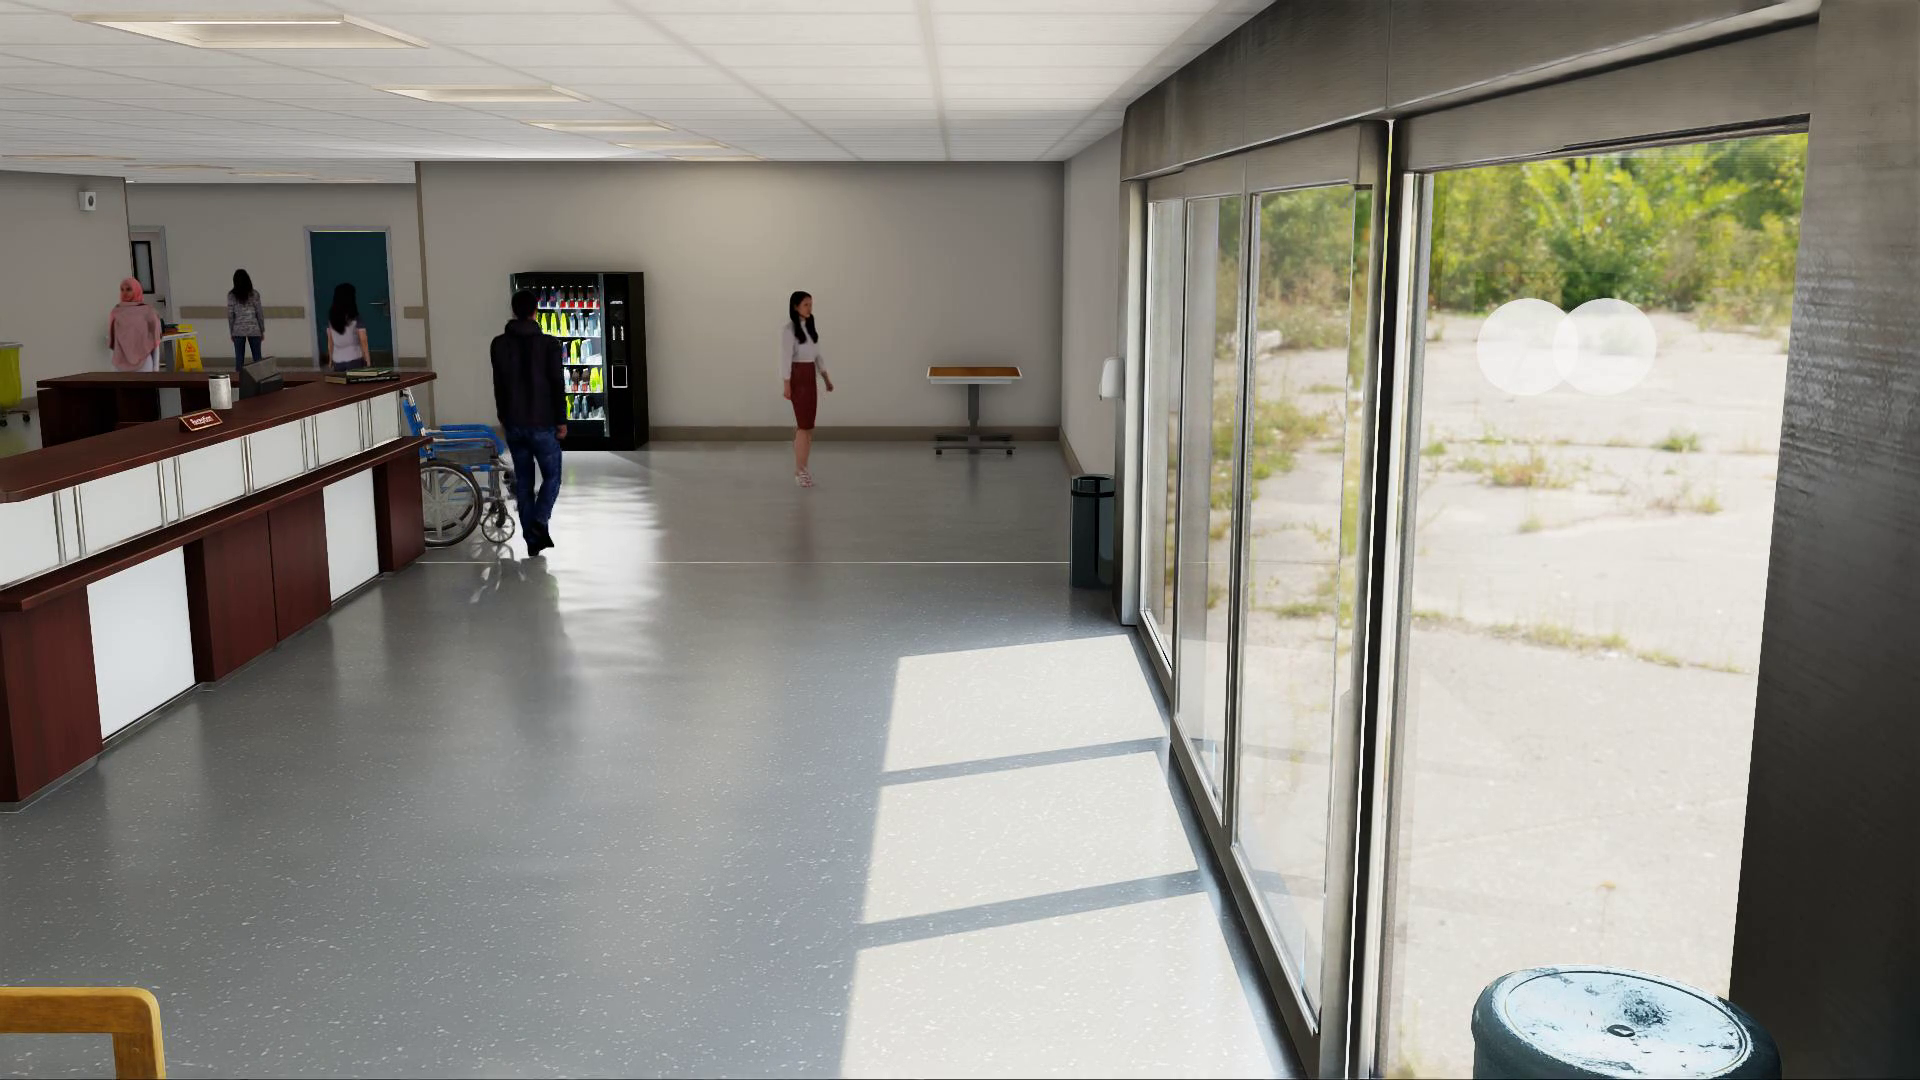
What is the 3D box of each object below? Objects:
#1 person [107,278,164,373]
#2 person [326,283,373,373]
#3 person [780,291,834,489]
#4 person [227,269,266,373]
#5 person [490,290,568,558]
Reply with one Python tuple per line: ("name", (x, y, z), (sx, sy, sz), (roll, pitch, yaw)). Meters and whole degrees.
("person", (-8.280, -1.720, 16.705), (0.537, 1.803, 0.698), (-1, 11, -3))
("person", (-6.743, -1.954, 18.212), (0.621, 1.699, 0.723), (2, 11, 12))
("person", (-1.451, -1.350, 14.908), (0.746, 1.744, 0.722), (6, 12, 28))
("person", (-9.925, -2.902, 23.124), (0.586, 1.731, 0.736), (-4, 12, -21))
("person", (-3.047, -0.797, 11.648), (0.673, 1.875, 0.726), (1, 11, 3))
